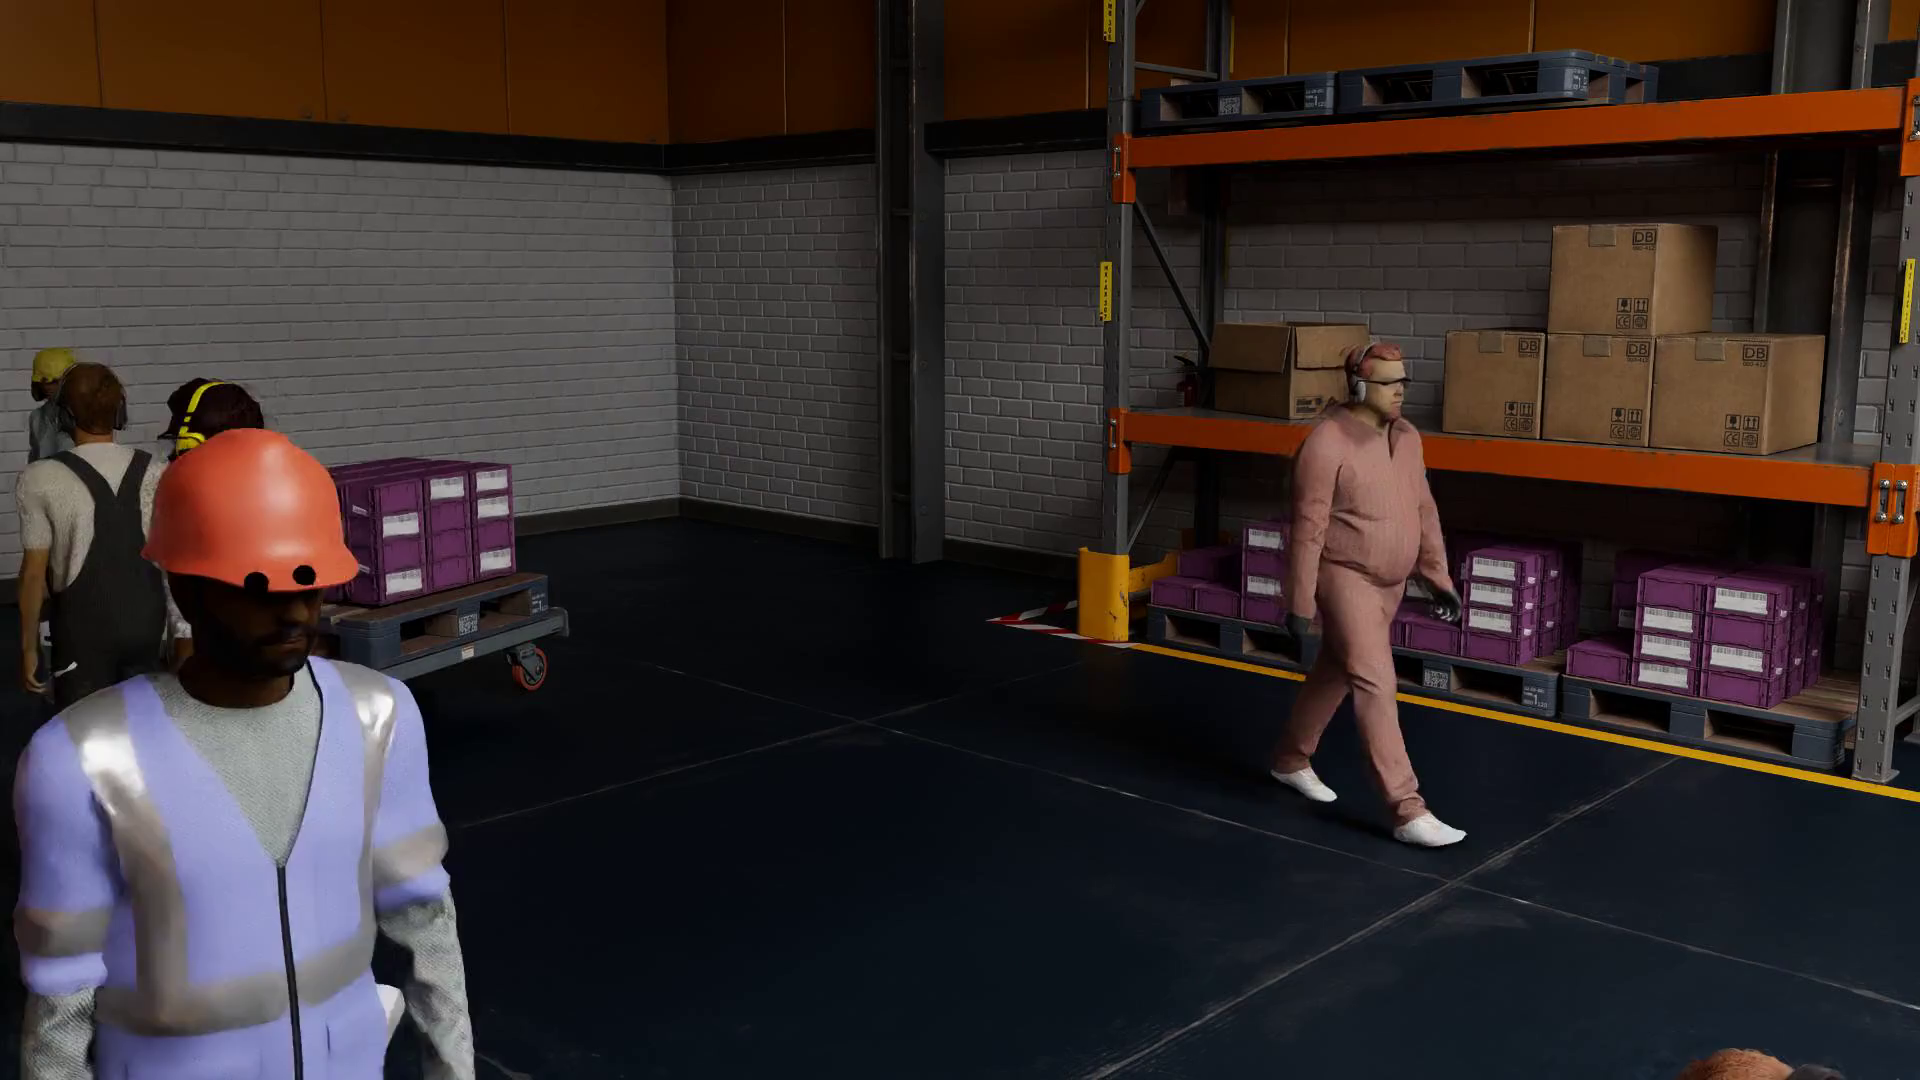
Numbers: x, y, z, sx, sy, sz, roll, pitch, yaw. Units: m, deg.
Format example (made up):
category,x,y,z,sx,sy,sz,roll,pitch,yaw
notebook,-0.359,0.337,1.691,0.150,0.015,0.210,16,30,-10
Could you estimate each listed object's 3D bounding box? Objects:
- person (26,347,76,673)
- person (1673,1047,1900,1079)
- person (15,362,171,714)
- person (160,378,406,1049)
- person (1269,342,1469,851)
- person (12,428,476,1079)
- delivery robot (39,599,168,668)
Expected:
category,x,y,z,sx,sy,sz,roll,pitch,yaw
person,-4.636,-0.155,8.726,0.511,1.723,0.461,4,10,21
person,0.527,1.138,1.224,0.515,1.593,0.875,-7,11,-36
person,-2.772,0.330,5.474,0.733,1.825,0.524,7,12,39
person,-1.730,0.527,4.136,0.632,1.858,0.520,1,9,9
person,1.543,0.178,6.309,0.657,1.852,1.015,-9,13,-43
person,-0.901,0.807,2.269,0.821,1.904,0.571,8,12,41
delivery robot,-4.185,0.455,8.276,0.477,0.478,0.707,4,10,22
